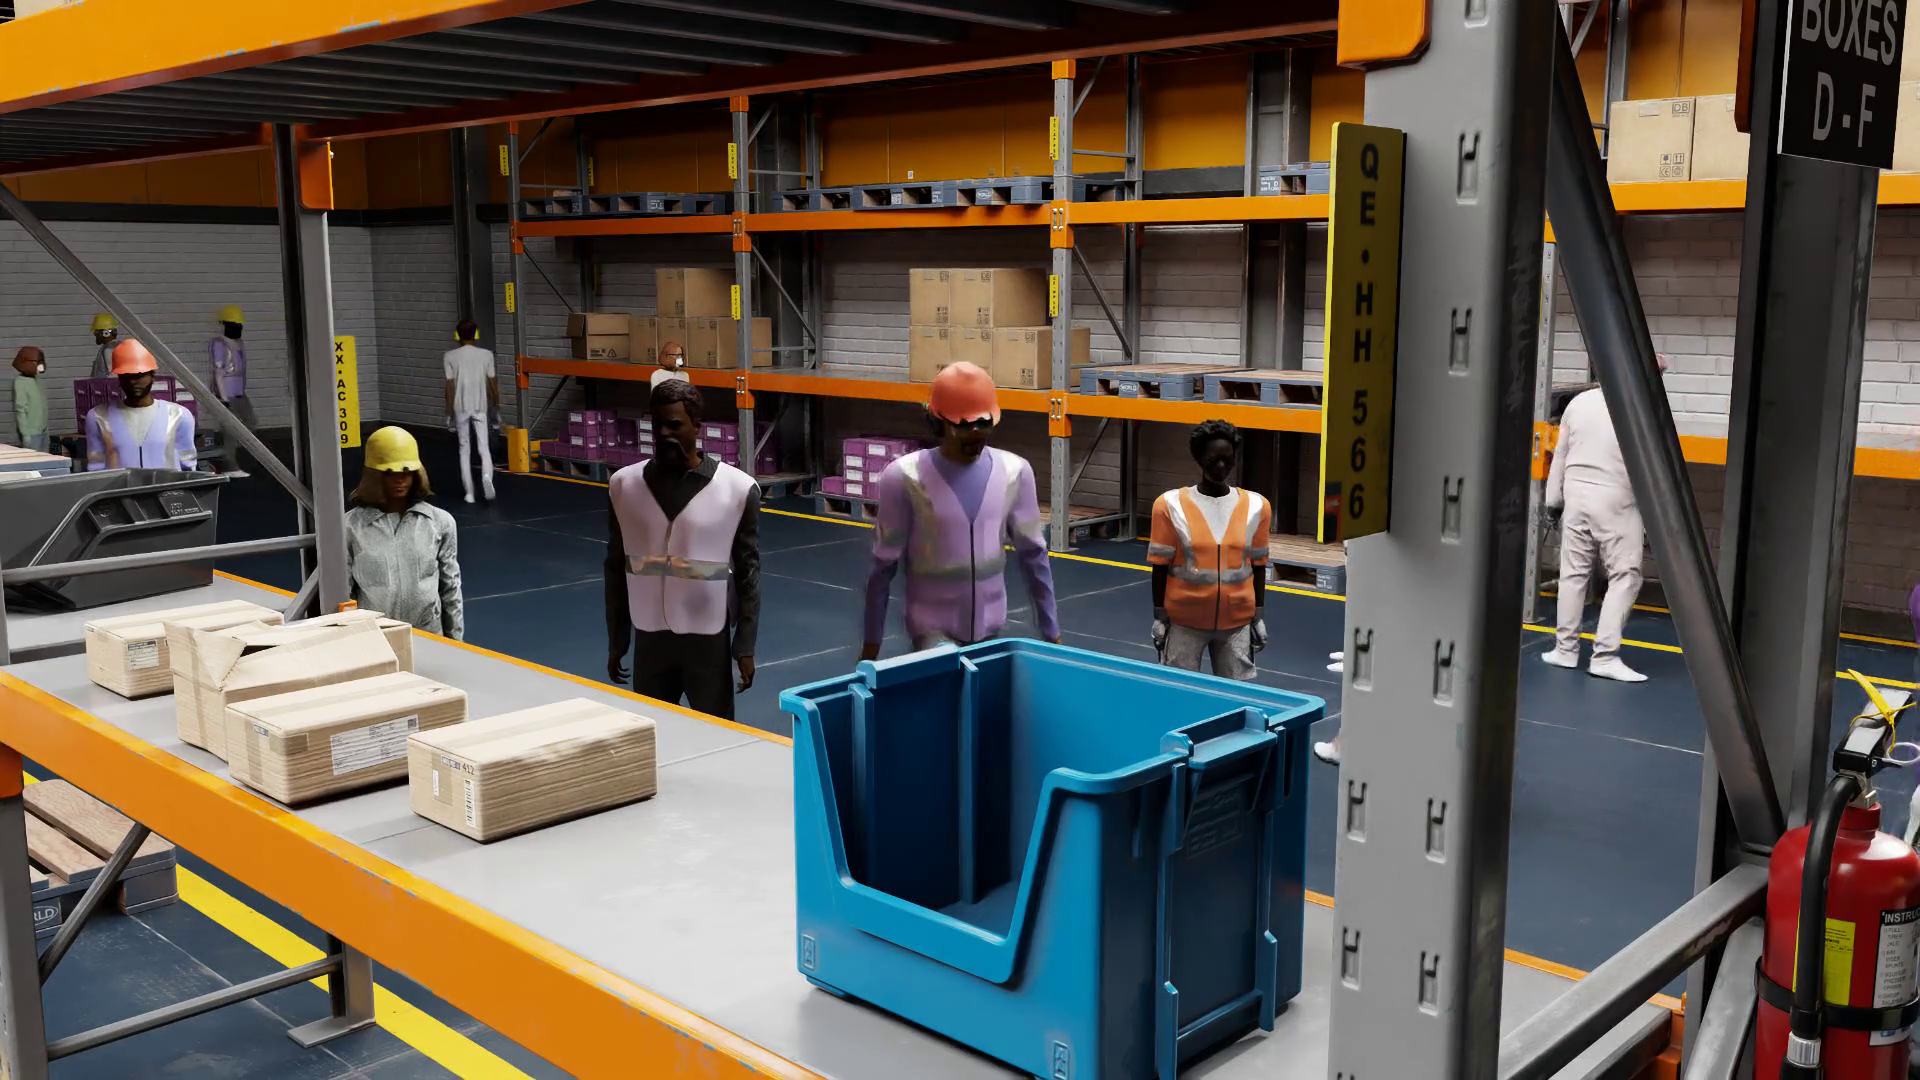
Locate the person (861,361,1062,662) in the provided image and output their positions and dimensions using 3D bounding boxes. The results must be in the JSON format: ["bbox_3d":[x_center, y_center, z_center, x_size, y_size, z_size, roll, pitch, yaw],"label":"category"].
[{"bbox_3d":[0.038,0.321,6.227,0.715,1.966,1.067,-4,10,-24],"label":"person"}]

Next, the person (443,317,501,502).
[{"bbox_3d":[-4.781,-1.255,16.321,0.539,1.846,0.691,-4,10,-21],"label":"person"}]

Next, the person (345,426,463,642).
[{"bbox_3d":[-2.105,0.436,6.274,0.485,1.738,0.317,-6,11,-33],"label":"person"}]

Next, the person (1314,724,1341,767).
[{"bbox_3d":[2.018,0.204,7.367,0.653,1.857,1.024,-4,10,-24],"label":"person"}]

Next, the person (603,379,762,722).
[{"bbox_3d":[-1.024,0.361,6.174,0.592,1.919,0.392,1,9,7],"label":"person"}]

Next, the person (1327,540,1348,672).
[{"bbox_3d":[2.287,-0.055,9.593,0.272,1.632,0.508,3,10,17],"label":"person"}]

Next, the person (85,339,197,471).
[{"bbox_3d":[-4.456,-0.129,9.114,0.546,1.939,0.375,-4,10,-24],"label":"person"}]

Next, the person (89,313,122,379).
[{"bbox_3d":[-9.338,-1.574,18.297,0.404,1.834,0.589,-4,10,-22],"label":"person"}]

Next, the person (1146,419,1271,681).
[{"bbox_3d":[1.047,0.335,7.004,0.532,1.699,0.318,-1,9,-6],"label":"person"}]

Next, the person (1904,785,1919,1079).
[{"bbox_3d":[2.865,0.654,4.463,0.579,1.882,0.970,-3,10,-20],"label":"person"}]

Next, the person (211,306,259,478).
[{"bbox_3d":[-8.039,-1.634,18.418,0.413,1.908,0.603,0,9,1],"label":"person"}]

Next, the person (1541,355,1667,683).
[{"bbox_3d":[3.668,-0.149,9.500,0.396,1.864,0.751,-6,11,-33],"label":"person"}]

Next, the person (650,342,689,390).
[{"bbox_3d":[-2.752,-1.078,15.894,0.277,1.629,0.497,7,11,35],"label":"person"}]

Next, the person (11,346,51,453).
[{"bbox_3d":[-8.382,-0.935,15.025,0.397,1.621,0.507,-1,9,-8],"label":"person"}]
